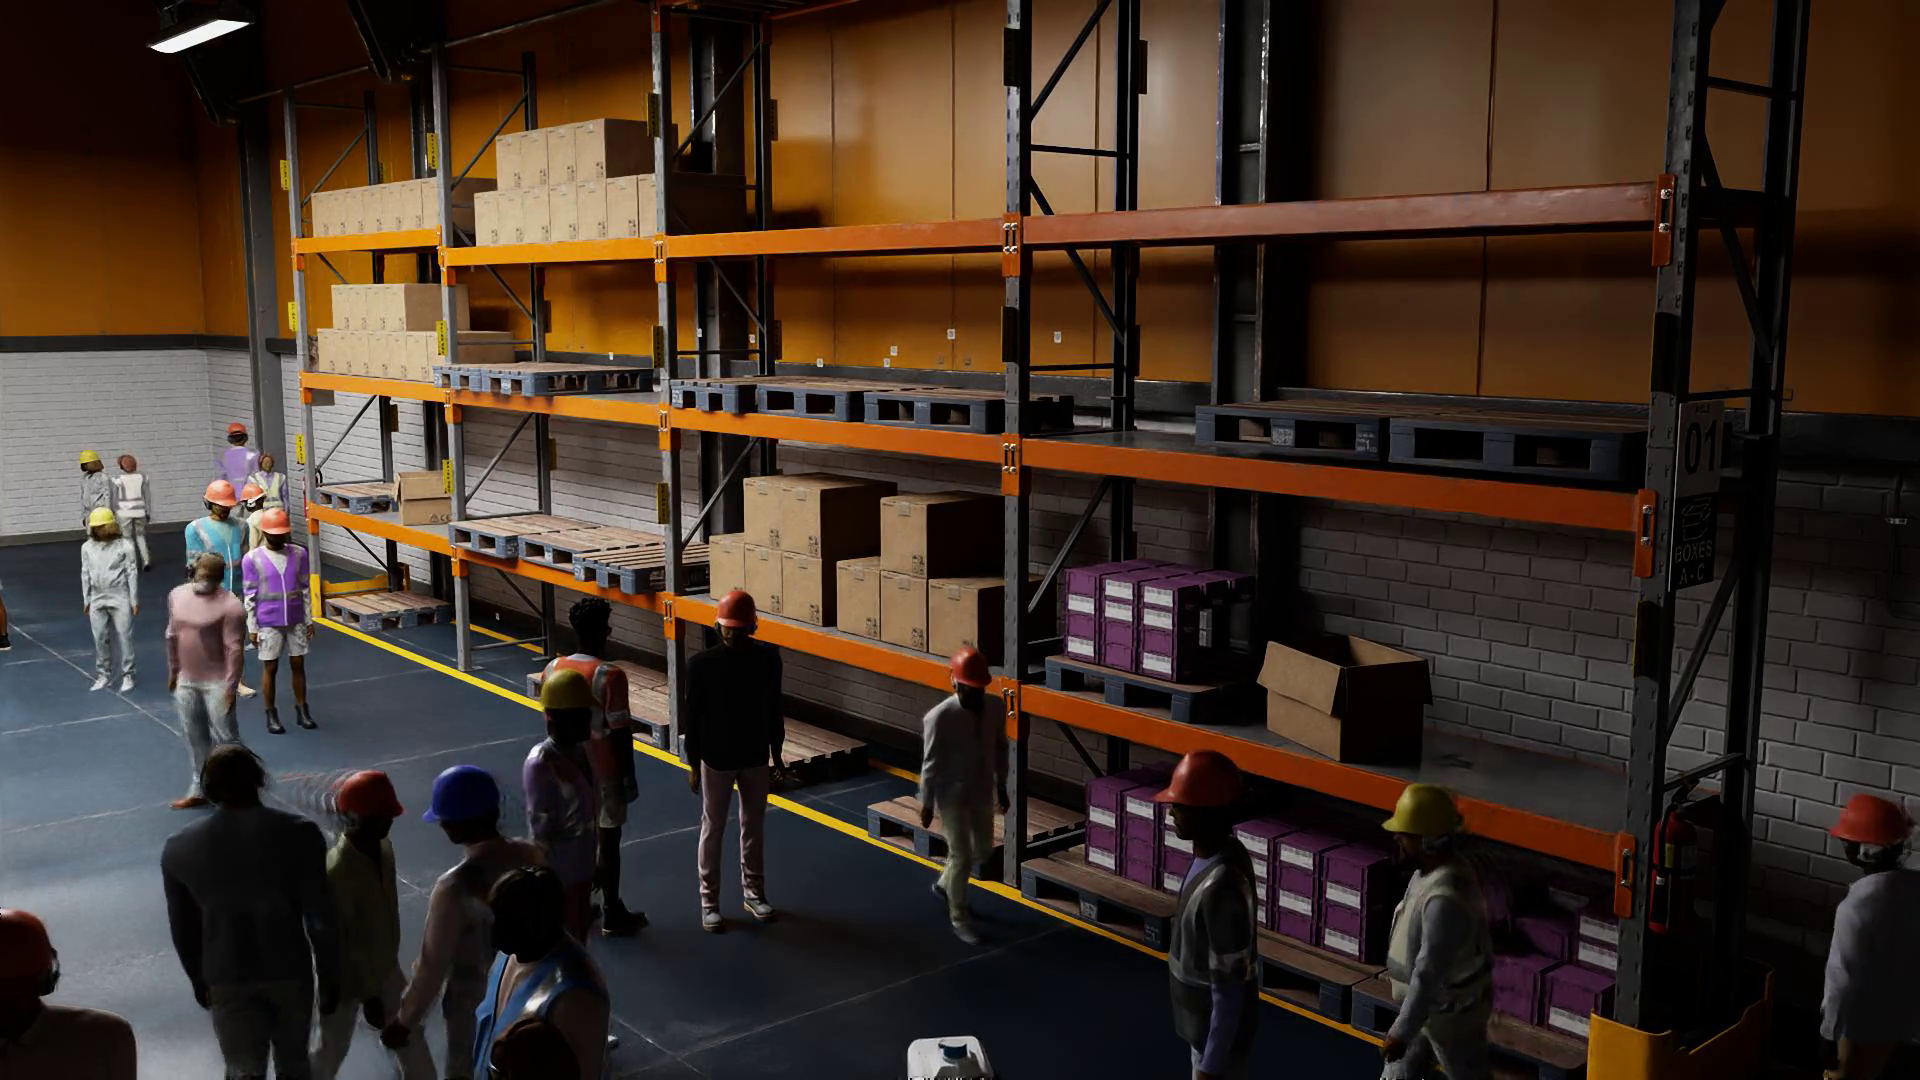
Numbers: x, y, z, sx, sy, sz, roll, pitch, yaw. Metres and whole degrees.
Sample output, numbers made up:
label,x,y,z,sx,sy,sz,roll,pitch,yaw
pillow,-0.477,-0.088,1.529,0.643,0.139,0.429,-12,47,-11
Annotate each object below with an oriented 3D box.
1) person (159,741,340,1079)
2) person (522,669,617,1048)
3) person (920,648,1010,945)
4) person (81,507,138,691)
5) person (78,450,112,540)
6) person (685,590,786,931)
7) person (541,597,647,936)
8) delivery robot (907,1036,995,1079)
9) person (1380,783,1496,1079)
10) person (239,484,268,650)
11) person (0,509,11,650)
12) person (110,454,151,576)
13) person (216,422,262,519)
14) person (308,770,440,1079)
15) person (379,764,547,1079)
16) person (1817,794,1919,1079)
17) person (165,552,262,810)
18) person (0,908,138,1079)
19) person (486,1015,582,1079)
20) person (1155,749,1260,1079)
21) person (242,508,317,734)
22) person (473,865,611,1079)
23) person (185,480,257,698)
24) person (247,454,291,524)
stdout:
label,x,y,z,sx,sy,sz,roll,pitch,yaw
person,-2.841,1.748,6.727,0.655,1.883,0.944,-2,9,-17
person,-1.850,1.562,7.914,0.377,1.923,0.617,1,8,6
person,-0.005,1.427,9.538,0.581,1.722,0.631,-7,11,-39
person,-7.950,0.553,15.548,0.492,1.744,0.323,-1,8,-5
person,-11.207,-0.306,21.552,0.489,1.730,0.324,3,9,20
person,-1.297,1.268,9.703,0.613,1.991,0.392,-4,9,-28
person,-2.110,1.297,9.586,0.606,1.966,0.367,4,9,26
delivery robot,-0.020,2.329,6.968,0.477,0.478,0.707,-1,8,-8
person,1.861,1.833,6.564,0.976,1.771,0.592,1,8,9
person,-7.365,0.278,17.463,0.350,1.739,0.574,0,8,0
person,-10.128,0.218,17.144,0.368,1.958,0.611,1,8,8
person,-10.979,-0.320,21.984,0.369,1.628,0.525,6,10,38
person,-9.620,-0.564,22.325,0.625,2.020,0.456,0,8,-2
person,-2.487,1.804,6.998,0.920,1.697,0.571,2,8,11
person,-1.782,1.787,6.343,0.643,1.916,0.630,2,9,16
person,3.575,1.850,6.506,0.585,1.737,0.494,-5,10,-33
person,-5.341,1.015,11.804,0.701,1.902,0.359,3,9,20
person,-2.623,1.990,4.716,0.620,1.986,0.408,-4,9,-24
person,-1.196,2.153,4.822,0.290,1.629,0.500,-6,10,-34
person,0.898,1.763,6.078,0.390,2.045,0.607,1,8,7
person,-5.733,0.679,14.043,0.550,1.925,0.391,-7,11,-40
person,-1.373,1.955,5.491,0.431,1.835,0.622,-6,10,-34
person,-6.702,0.463,15.152,0.383,2.036,0.605,6,10,34
person,-9.146,-0.325,22.023,0.538,1.642,0.307,-6,10,-37
